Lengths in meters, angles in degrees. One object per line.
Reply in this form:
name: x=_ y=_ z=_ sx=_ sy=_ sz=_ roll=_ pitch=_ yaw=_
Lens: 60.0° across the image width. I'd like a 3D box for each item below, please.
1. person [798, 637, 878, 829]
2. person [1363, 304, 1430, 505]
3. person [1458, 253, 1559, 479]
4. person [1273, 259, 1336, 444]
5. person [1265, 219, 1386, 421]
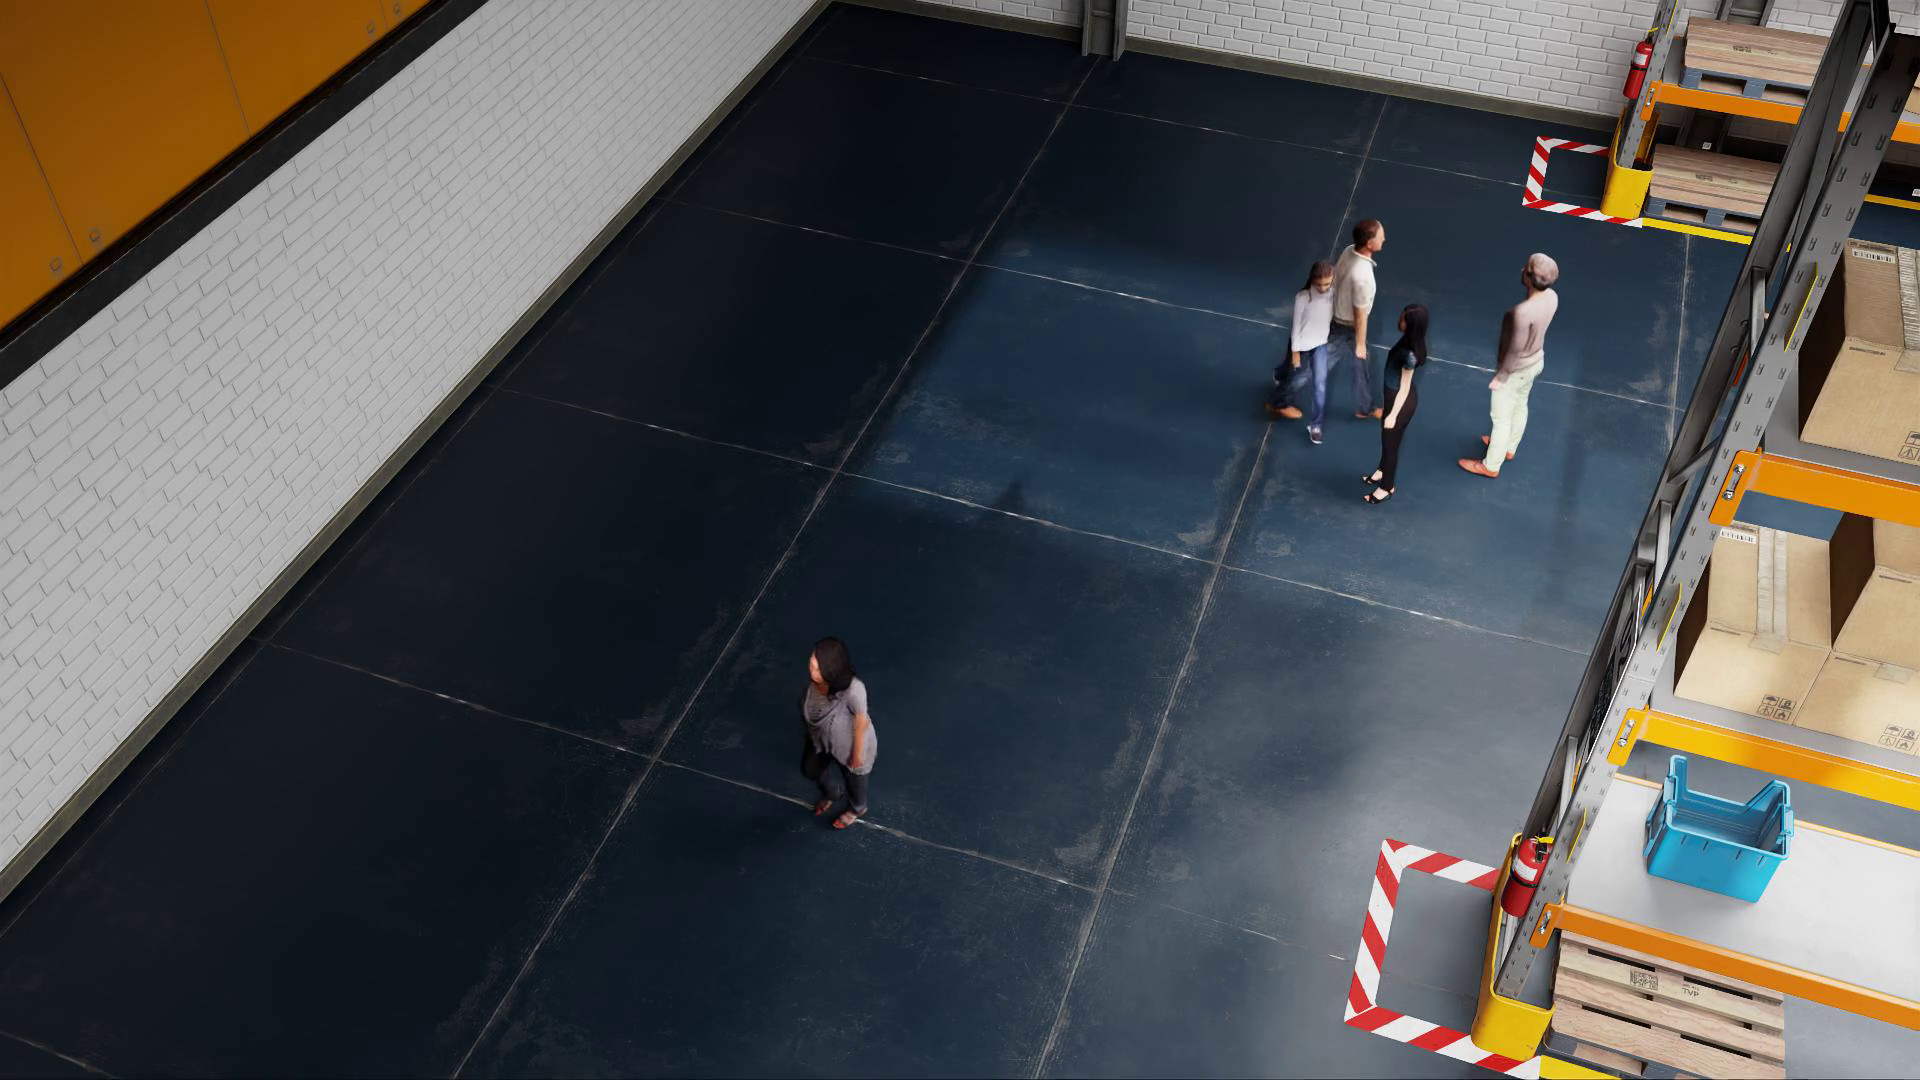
person: x=-0.666 y=1.096 z=9.901 sx=0.726 sy=1.601 sz=0.818 roll=34 pitch=53 yaw=30
person: x=3.154 y=-0.980 z=11.982 sx=0.519 sy=1.737 sz=0.569 roll=10 pitch=44 yaw=10
person: x=4.083 y=-1.266 z=12.184 sx=0.721 sy=1.871 sz=0.760 roll=32 pitch=52 yaw=29
person: x=2.637 y=-1.557 z=12.743 sx=1.060 sy=1.522 sz=0.910 roll=-8 pitch=44 yaw=-8
person: x=2.807 y=-1.610 z=12.592 sx=1.327 sy=1.806 sz=0.895 roll=4 pitch=44 yaw=4
